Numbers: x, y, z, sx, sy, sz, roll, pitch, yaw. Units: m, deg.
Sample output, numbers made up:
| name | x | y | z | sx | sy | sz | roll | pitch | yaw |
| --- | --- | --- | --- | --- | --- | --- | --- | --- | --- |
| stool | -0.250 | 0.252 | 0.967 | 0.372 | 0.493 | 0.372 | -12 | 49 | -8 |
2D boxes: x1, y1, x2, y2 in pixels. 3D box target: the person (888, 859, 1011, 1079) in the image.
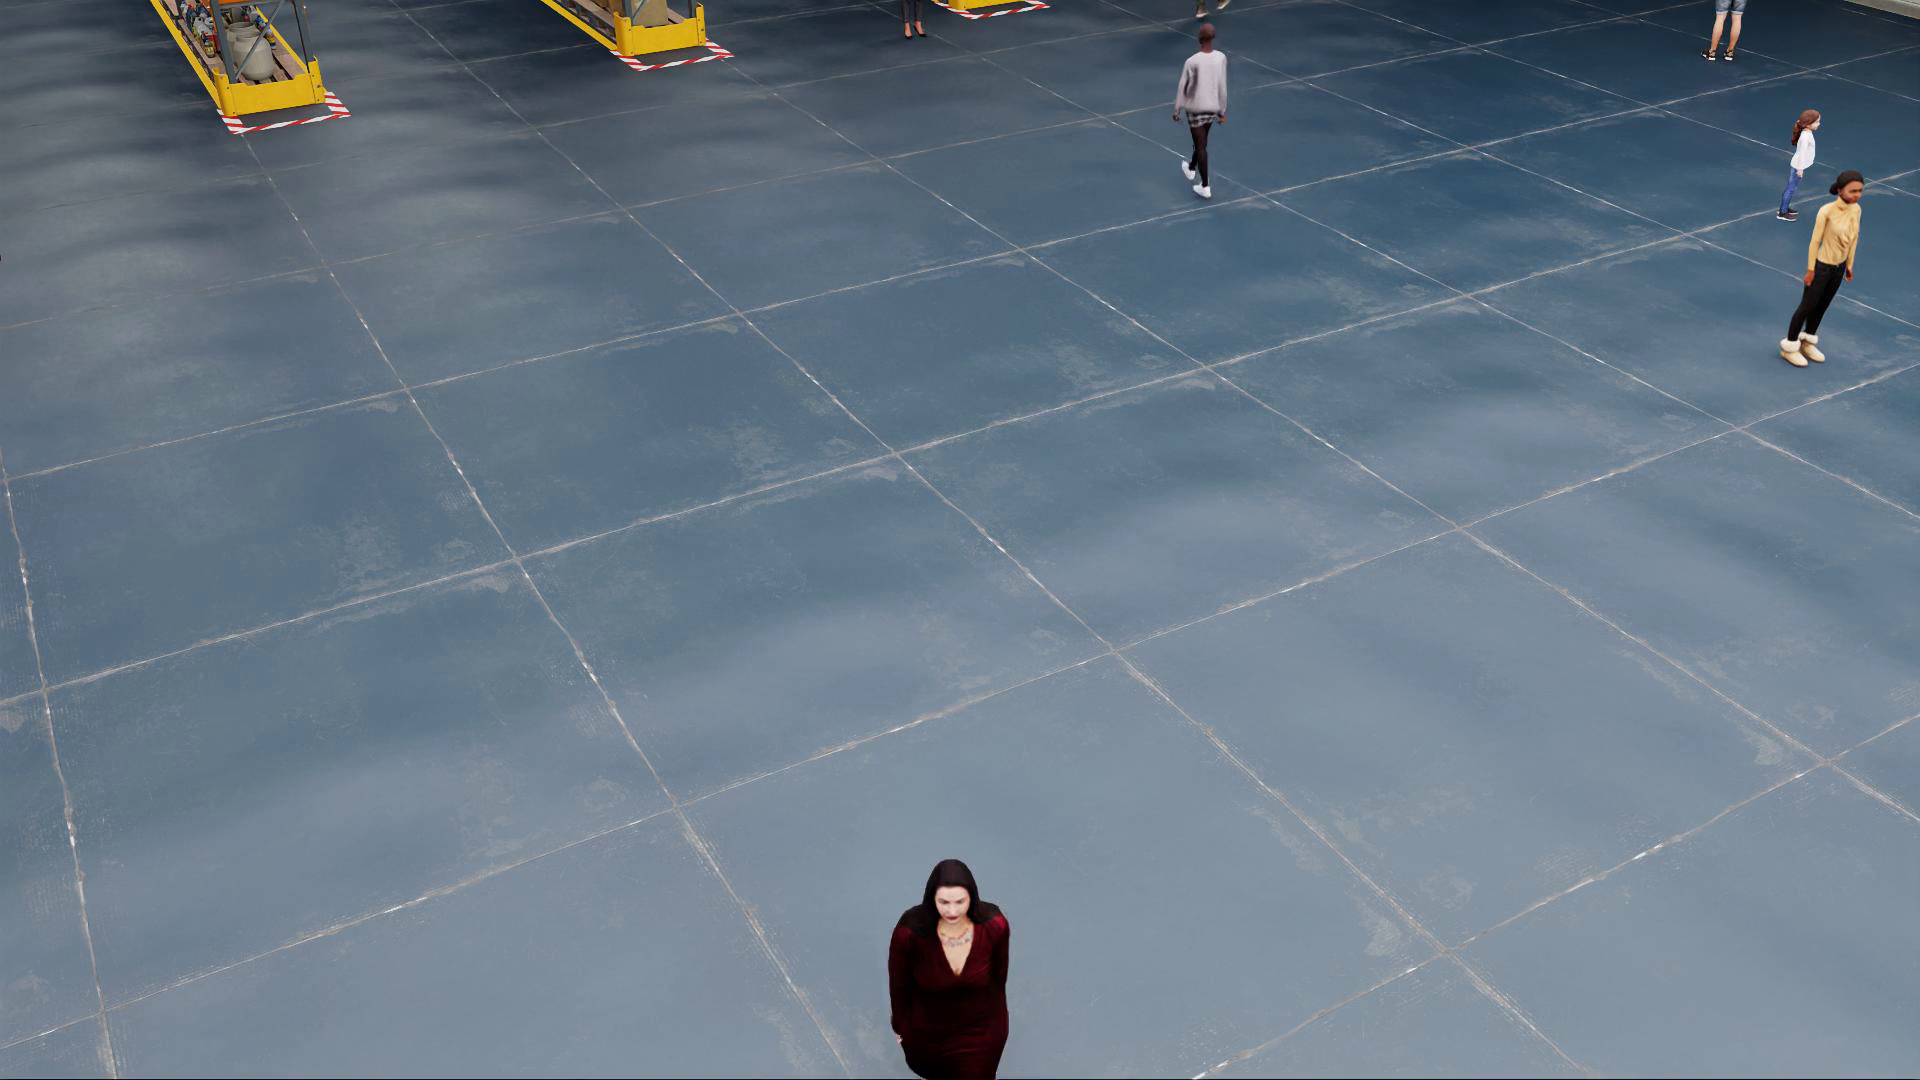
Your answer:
| name | x | y | z | sx | sy | sz | roll | pitch | yaw |
| --- | --- | --- | --- | --- | --- | --- | --- | --- | --- |
| person | -0.054 | 1.955 | 7.099 | 0.953 | 1.726 | 1.185 | -2 | 32 | -3 |

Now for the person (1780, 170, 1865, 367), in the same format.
| name | x | y | z | sx | sy | sz | roll | pitch | yaw |
| --- | --- | --- | --- | --- | --- | --- | --- | --- | --- |
| person | 7.240 | -2.297 | 13.902 | 0.634 | 1.659 | 0.648 | -10 | 34 | -16 |

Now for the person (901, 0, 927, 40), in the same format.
| name | x | y | z | sx | sy | sz | roll | pitch | yaw |
| --- | --- | --- | --- | --- | --- | --- | --- | --- | --- |
| person | -0.622 | -7.619 | 22.282 | 0.639 | 1.719 | 0.570 | -19 | 37 | -28 |

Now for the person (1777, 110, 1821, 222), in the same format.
| name | x | y | z | sx | sy | sz | roll | pitch | yaw |
| --- | --- | --- | --- | --- | --- | --- | --- | --- | --- |
| person | 8.486 | -3.809 | 16.812 | 0.587 | 1.111 | 0.536 | 14 | 35 | 21 |

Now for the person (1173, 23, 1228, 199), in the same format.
| name | x | y | z | sx | sy | sz | roll | pitch | yaw |
| --- | --- | --- | --- | --- | --- | --- | --- | --- | --- |
| person | 2.545 | -4.395 | 17.145 | 0.760 | 1.746 | 1.052 | -11 | 34 | -17 |

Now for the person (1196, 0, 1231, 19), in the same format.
| name | x | y | z | sx | sy | sz | roll | pitch | yaw |
| --- | --- | --- | --- | --- | --- | --- | --- | --- | --- |
| person | 3.479 | -8.091 | 23.133 | 1.125 | 1.609 | 0.990 | 19 | 37 | 27 |

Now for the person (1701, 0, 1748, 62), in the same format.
| name | x | y | z | sx | sy | sz | roll | pitch | yaw |
| --- | --- | --- | --- | --- | --- | --- | --- | --- | --- |
| person | 9.964 | -7.114 | 21.364 | 0.739 | 1.844 | 0.758 | 3 | 32 | 4 |
